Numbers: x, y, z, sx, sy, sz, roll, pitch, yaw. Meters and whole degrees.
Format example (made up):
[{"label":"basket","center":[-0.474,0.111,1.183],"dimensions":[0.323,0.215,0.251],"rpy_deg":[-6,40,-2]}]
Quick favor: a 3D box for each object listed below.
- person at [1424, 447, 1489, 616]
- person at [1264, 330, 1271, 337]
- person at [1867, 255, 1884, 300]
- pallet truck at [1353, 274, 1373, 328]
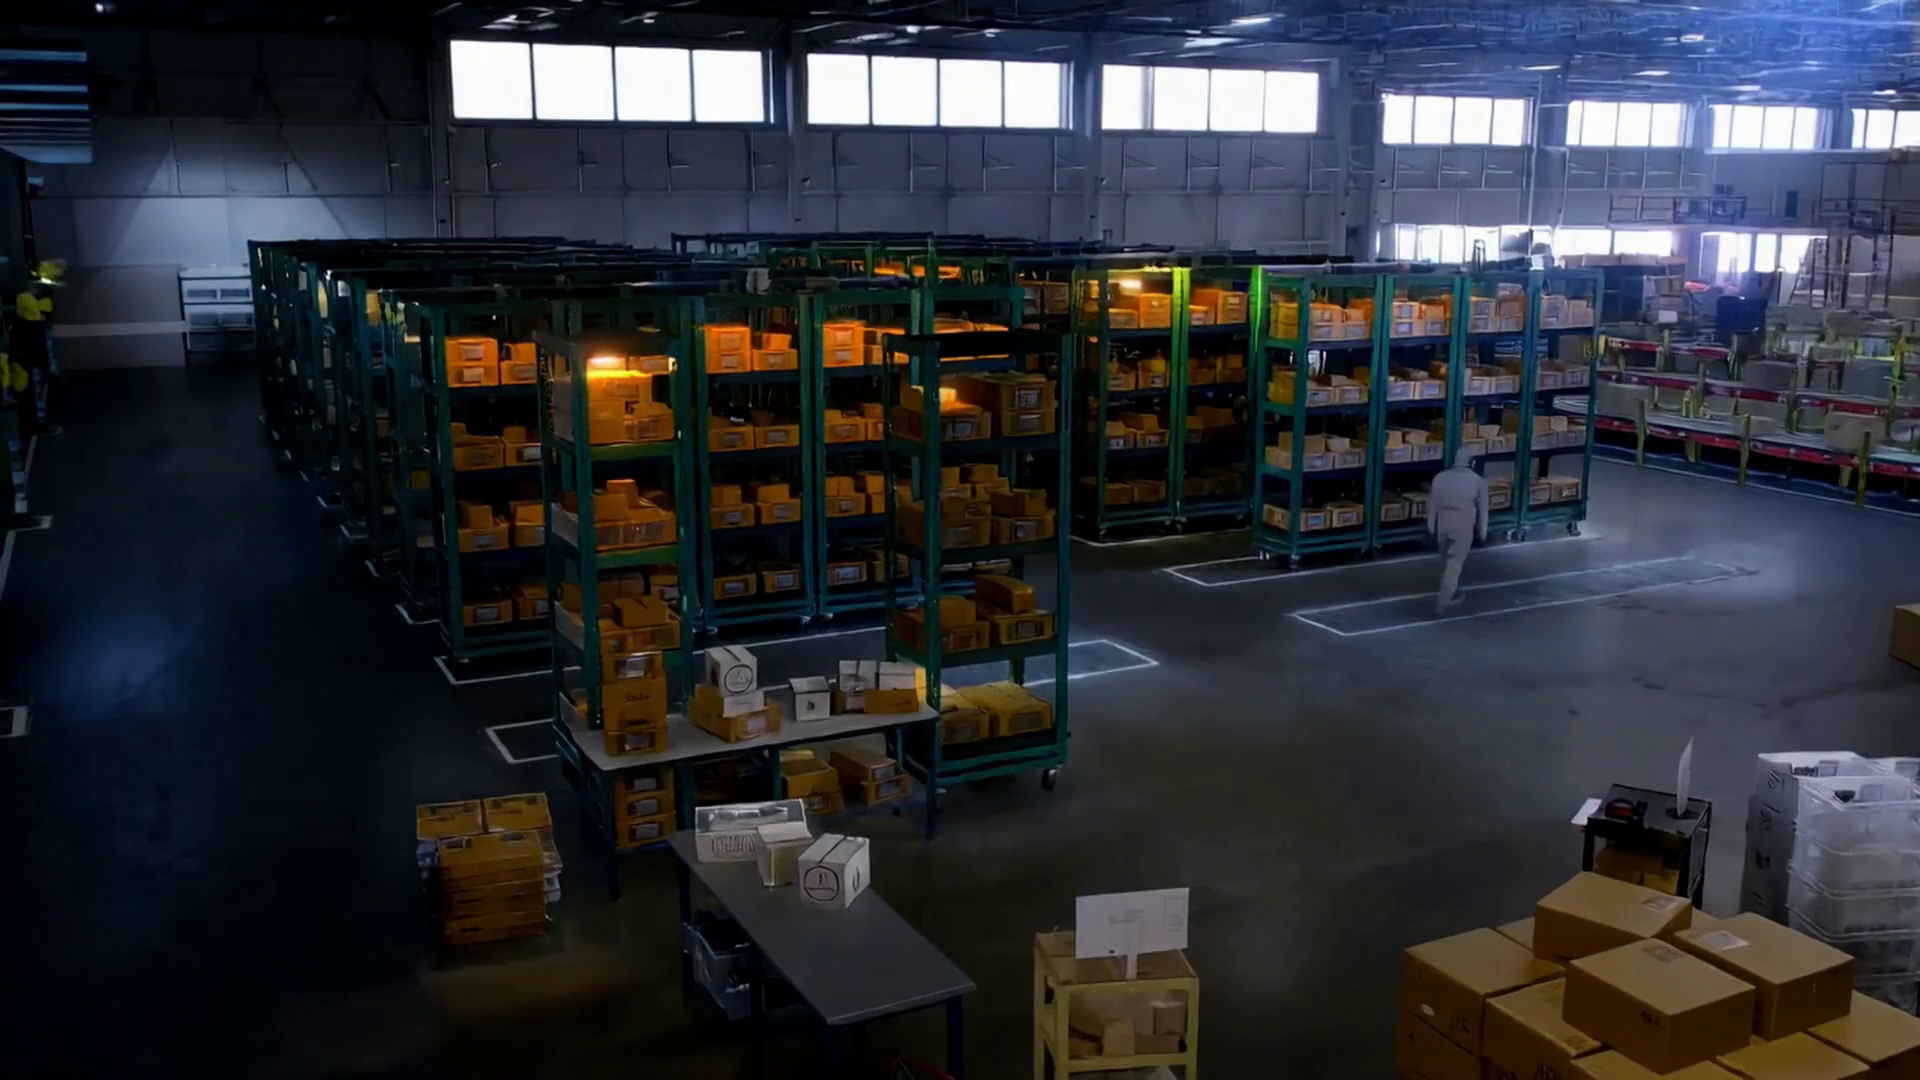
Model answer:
[{"label":"person","center":[5.488,-0.103,18.438],"dimensions":[0.662,1.861,1.011],"rpy_deg":[10,16,40]},{"label":"person","center":[6.384,-3.646,35.164],"dimensions":[0.605,1.786,0.954],"rpy_deg":[-7,14,-28]},{"label":"person","center":[37.758,-10.794,68.424],"dimensions":[0.578,1.860,0.791],"rpy_deg":[-6,13,-26]},{"label":"pallet truck","center":[13.011,-8.050,55.243],"dimensions":[0.823,1.965,1.885],"rpy_deg":[-7,14,-28]}]
